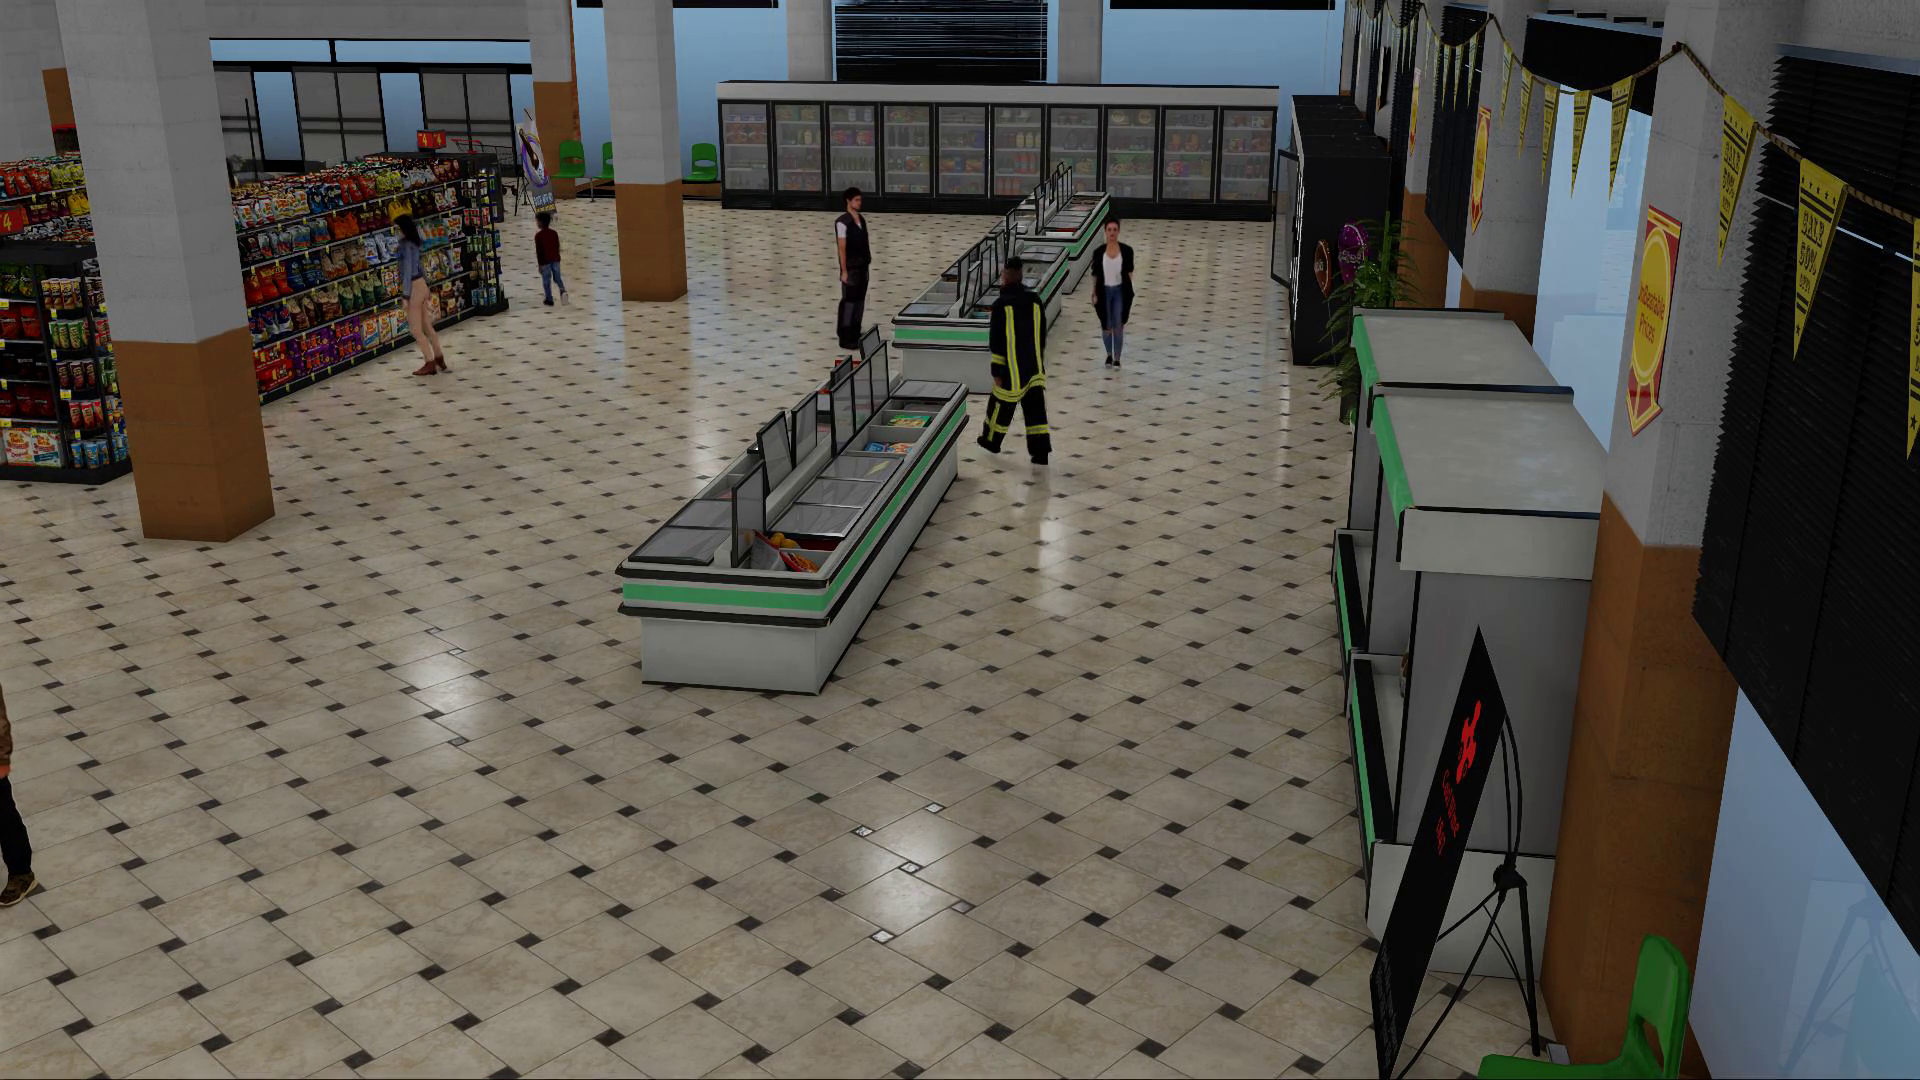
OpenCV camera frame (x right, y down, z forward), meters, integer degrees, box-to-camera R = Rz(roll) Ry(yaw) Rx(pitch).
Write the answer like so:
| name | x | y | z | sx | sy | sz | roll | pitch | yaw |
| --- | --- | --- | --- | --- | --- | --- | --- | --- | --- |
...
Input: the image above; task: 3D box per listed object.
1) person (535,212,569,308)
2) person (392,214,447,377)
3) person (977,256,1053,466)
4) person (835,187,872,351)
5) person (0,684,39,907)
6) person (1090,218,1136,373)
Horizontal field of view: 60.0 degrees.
| name | x | y | z | sx | sy | sz | roll | pitch | yaw |
| --- | --- | --- | --- | --- | --- | --- | --- | --- | --- |
| person | -5.326 | -3.638 | 21.700 | 0.746 | 1.234 | 0.789 | -14 | 23 | -36 |
| person | -5.817 | -2.639 | 17.941 | 0.923 | 1.743 | 0.661 | 3 | 19 | 8 |
| person | 0.546 | -1.502 | 14.449 | 1.207 | 1.819 | 1.305 | -10 | 21 | -26 |
| person | -1.246 | -3.164 | 19.335 | 0.796 | 1.848 | 0.639 | 10 | 21 | 28 |
| person | -4.558 | 0.978 | 7.663 | 0.572 | 1.456 | 0.552 | 3 | 19 | 9 |
| person | 1.673 | -2.690 | 18.234 | 0.636 | 1.653 | 0.955 | 3 | 19 | 8 |
